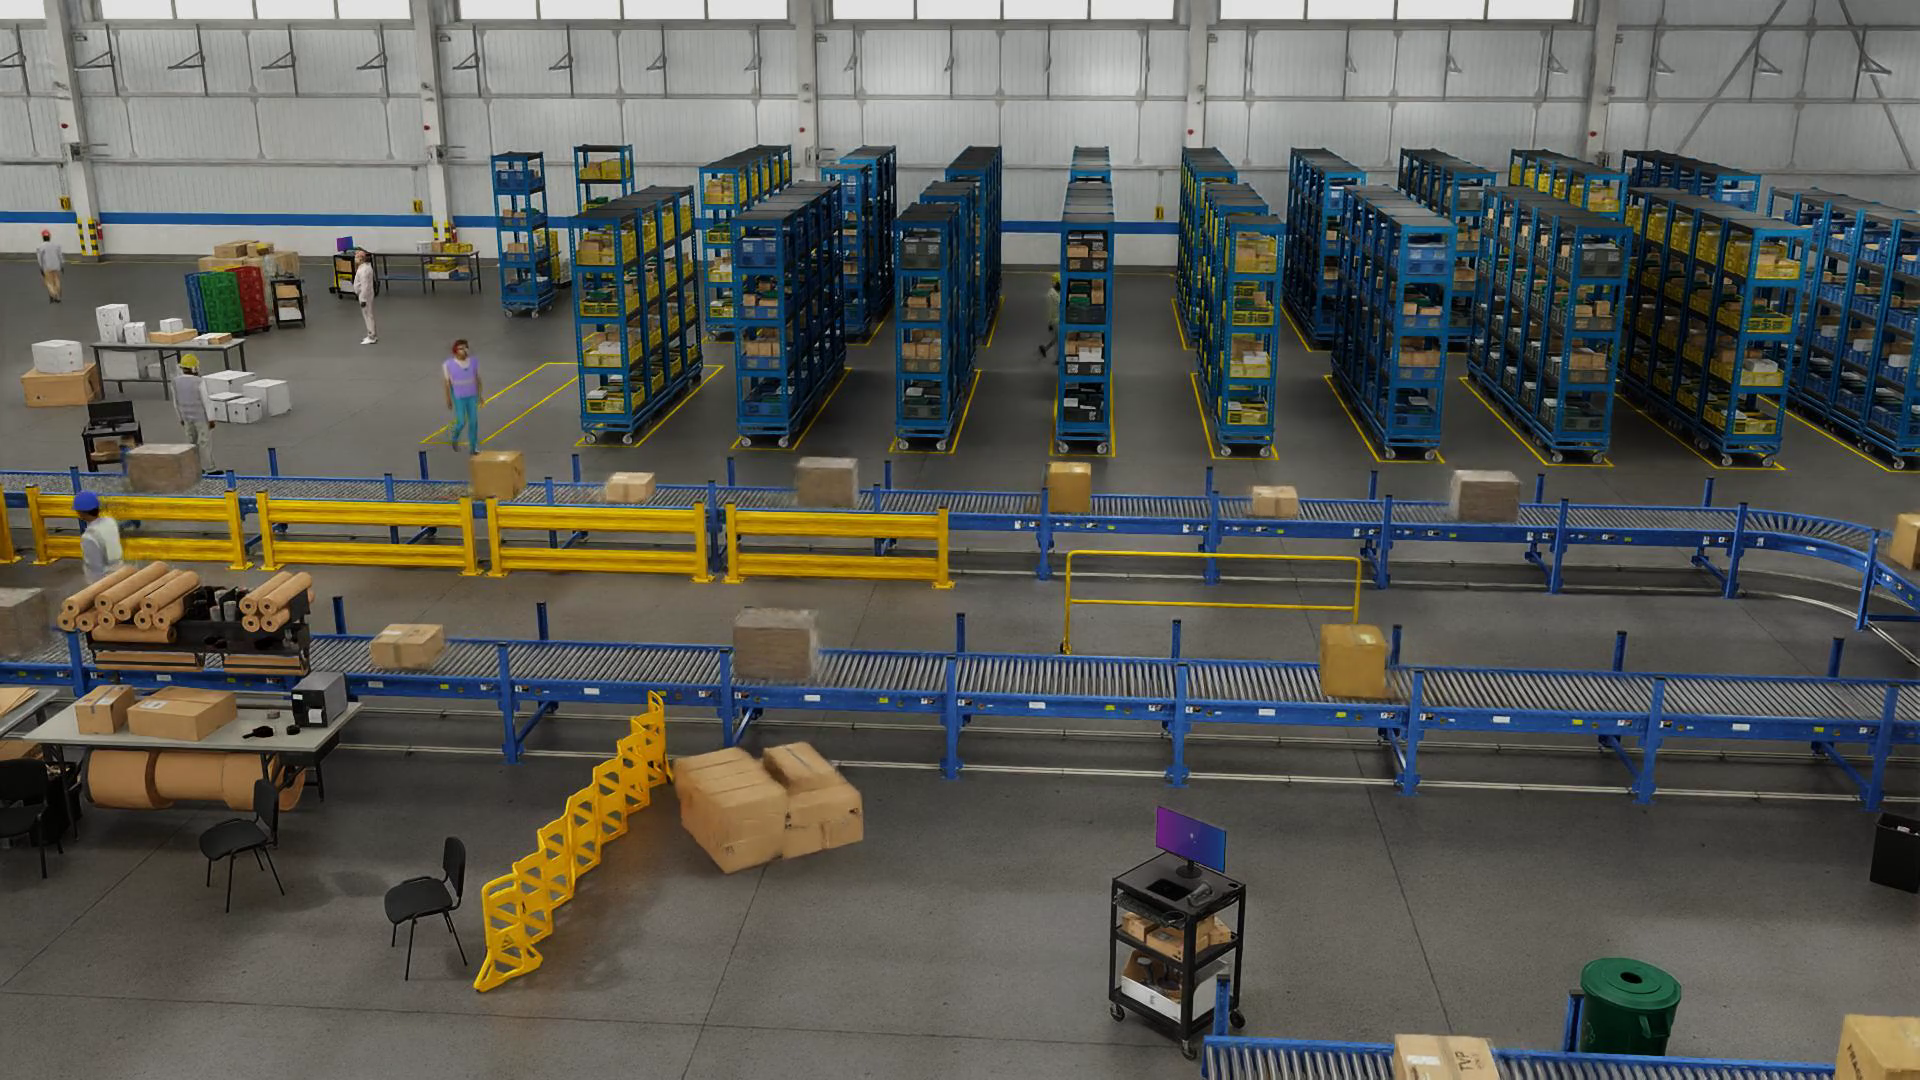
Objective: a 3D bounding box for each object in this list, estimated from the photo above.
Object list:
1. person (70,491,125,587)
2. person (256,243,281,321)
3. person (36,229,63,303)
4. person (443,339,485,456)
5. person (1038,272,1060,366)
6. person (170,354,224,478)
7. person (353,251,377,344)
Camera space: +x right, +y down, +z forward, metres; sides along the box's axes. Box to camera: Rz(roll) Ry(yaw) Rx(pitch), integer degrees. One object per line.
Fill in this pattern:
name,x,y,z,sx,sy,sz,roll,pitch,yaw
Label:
person,-8.727,0.405,17.134,0.789,1.925,0.604,1,18,4
person,-15.410,-5.732,36.955,0.659,1.694,0.566,-9,19,-25
person,-21.416,-6.446,39.168,0.567,1.732,0.397,-16,23,-41
person,-7.608,-2.191,25.527,0.577,1.831,0.458,-16,24,-42
person,1.823,-4.281,32.174,0.611,1.811,0.602,8,19,25
person,-11.148,-1.807,24.292,0.586,1.835,0.403,4,18,13
person,-12.292,-5.012,34.342,0.409,1.907,0.651,-3,18,-11
